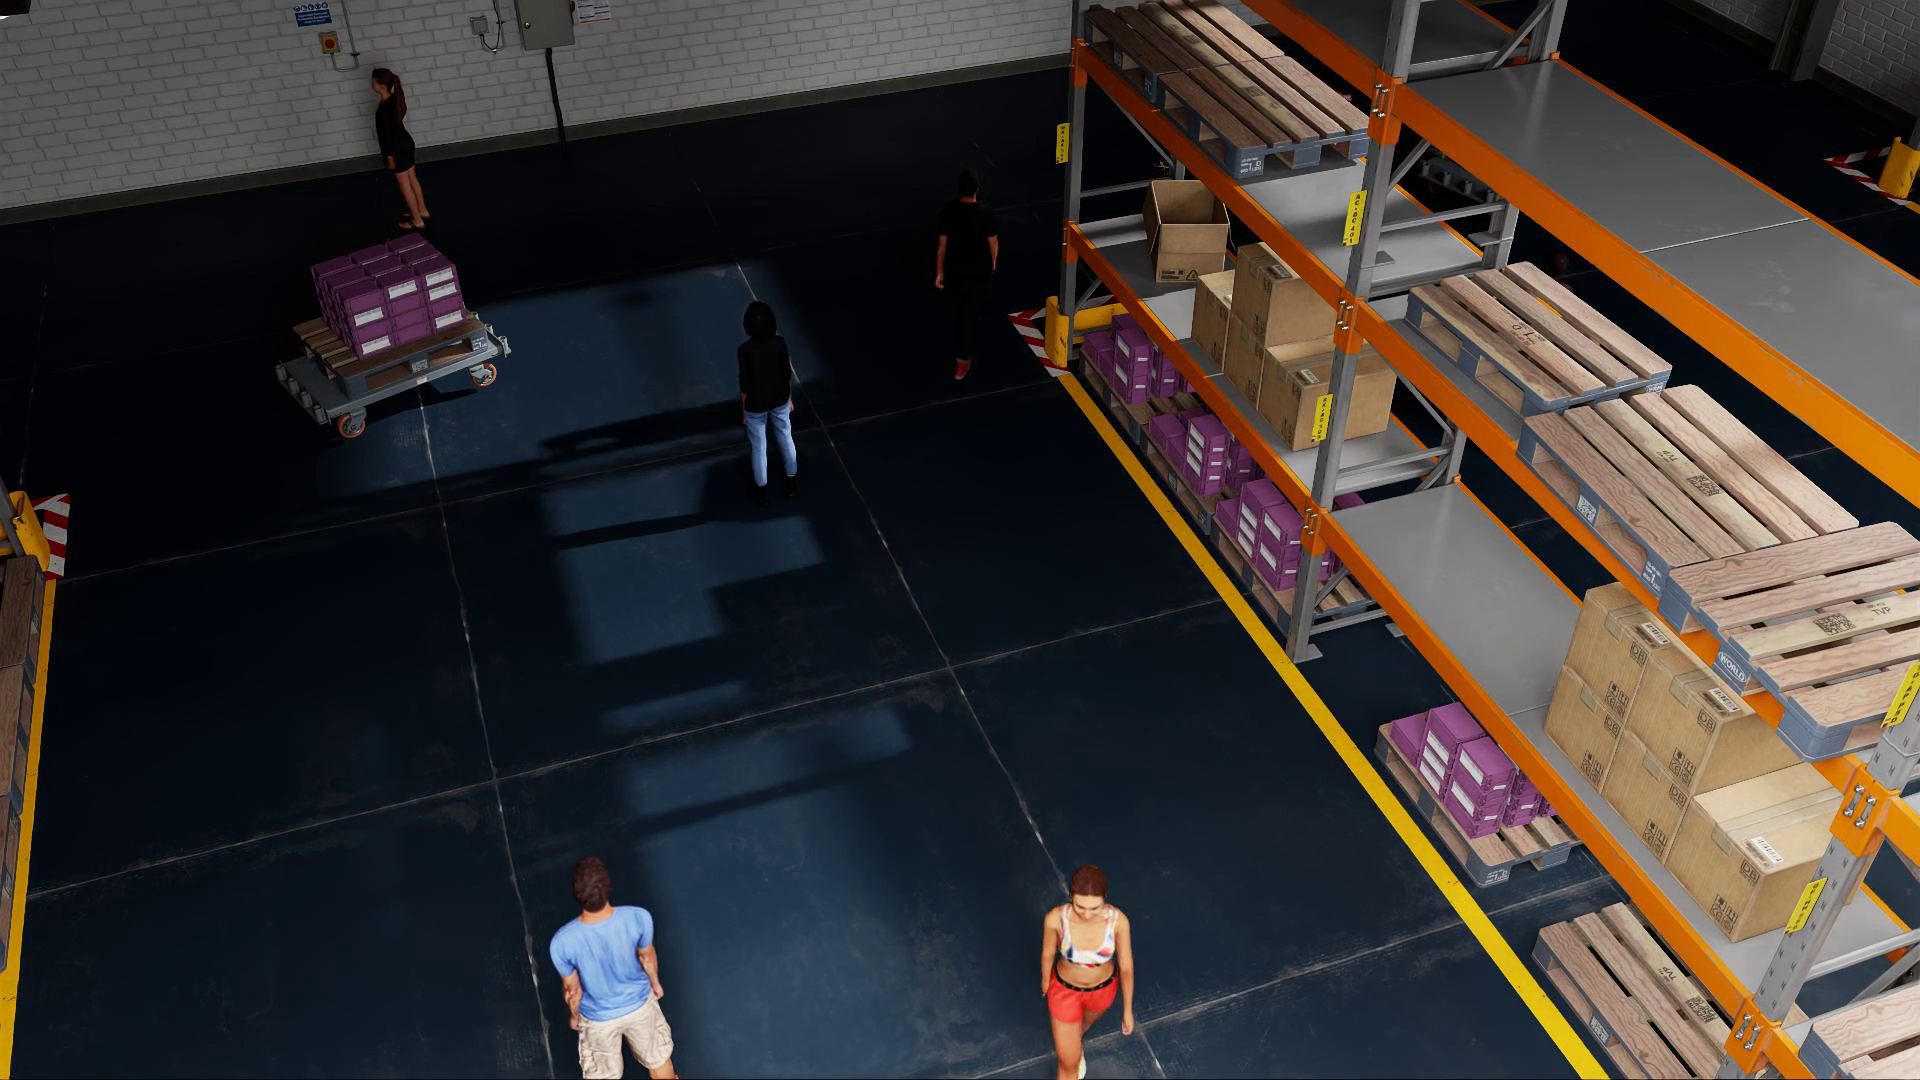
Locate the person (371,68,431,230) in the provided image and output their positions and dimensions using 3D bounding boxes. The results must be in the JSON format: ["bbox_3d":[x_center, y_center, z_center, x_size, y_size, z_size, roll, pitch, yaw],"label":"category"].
[{"bbox_3d":[-5.240,-3.676,15.554,0.668,1.556,0.590,4,39,5],"label":"person"}]

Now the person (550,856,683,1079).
[{"bbox_3d":[-1.643,2.208,7.941,0.662,1.862,0.564,-16,41,-19],"label":"person"}]

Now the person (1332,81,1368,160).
[{"bbox_3d":[3.277,-3.195,14.743,0.739,1.817,1.195,-9,39,-11],"label":"person"}]

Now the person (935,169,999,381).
[{"bbox_3d":[0.051,-2.110,13.468,1.051,1.711,1.185,11,40,13],"label":"person"}]

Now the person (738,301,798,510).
[{"bbox_3d":[-1.400,-0.981,12.063,0.579,1.702,0.558,-17,42,-20],"label":"person"}]

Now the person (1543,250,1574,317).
[{"bbox_3d":[4.301,-1.381,12.498,0.576,1.783,0.473,-14,41,-17],"label":"person"}]

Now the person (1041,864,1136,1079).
[{"bbox_3d":[0.604,2.120,8.138,0.830,1.753,1.152,-2,39,-2],"label":"person"}]
